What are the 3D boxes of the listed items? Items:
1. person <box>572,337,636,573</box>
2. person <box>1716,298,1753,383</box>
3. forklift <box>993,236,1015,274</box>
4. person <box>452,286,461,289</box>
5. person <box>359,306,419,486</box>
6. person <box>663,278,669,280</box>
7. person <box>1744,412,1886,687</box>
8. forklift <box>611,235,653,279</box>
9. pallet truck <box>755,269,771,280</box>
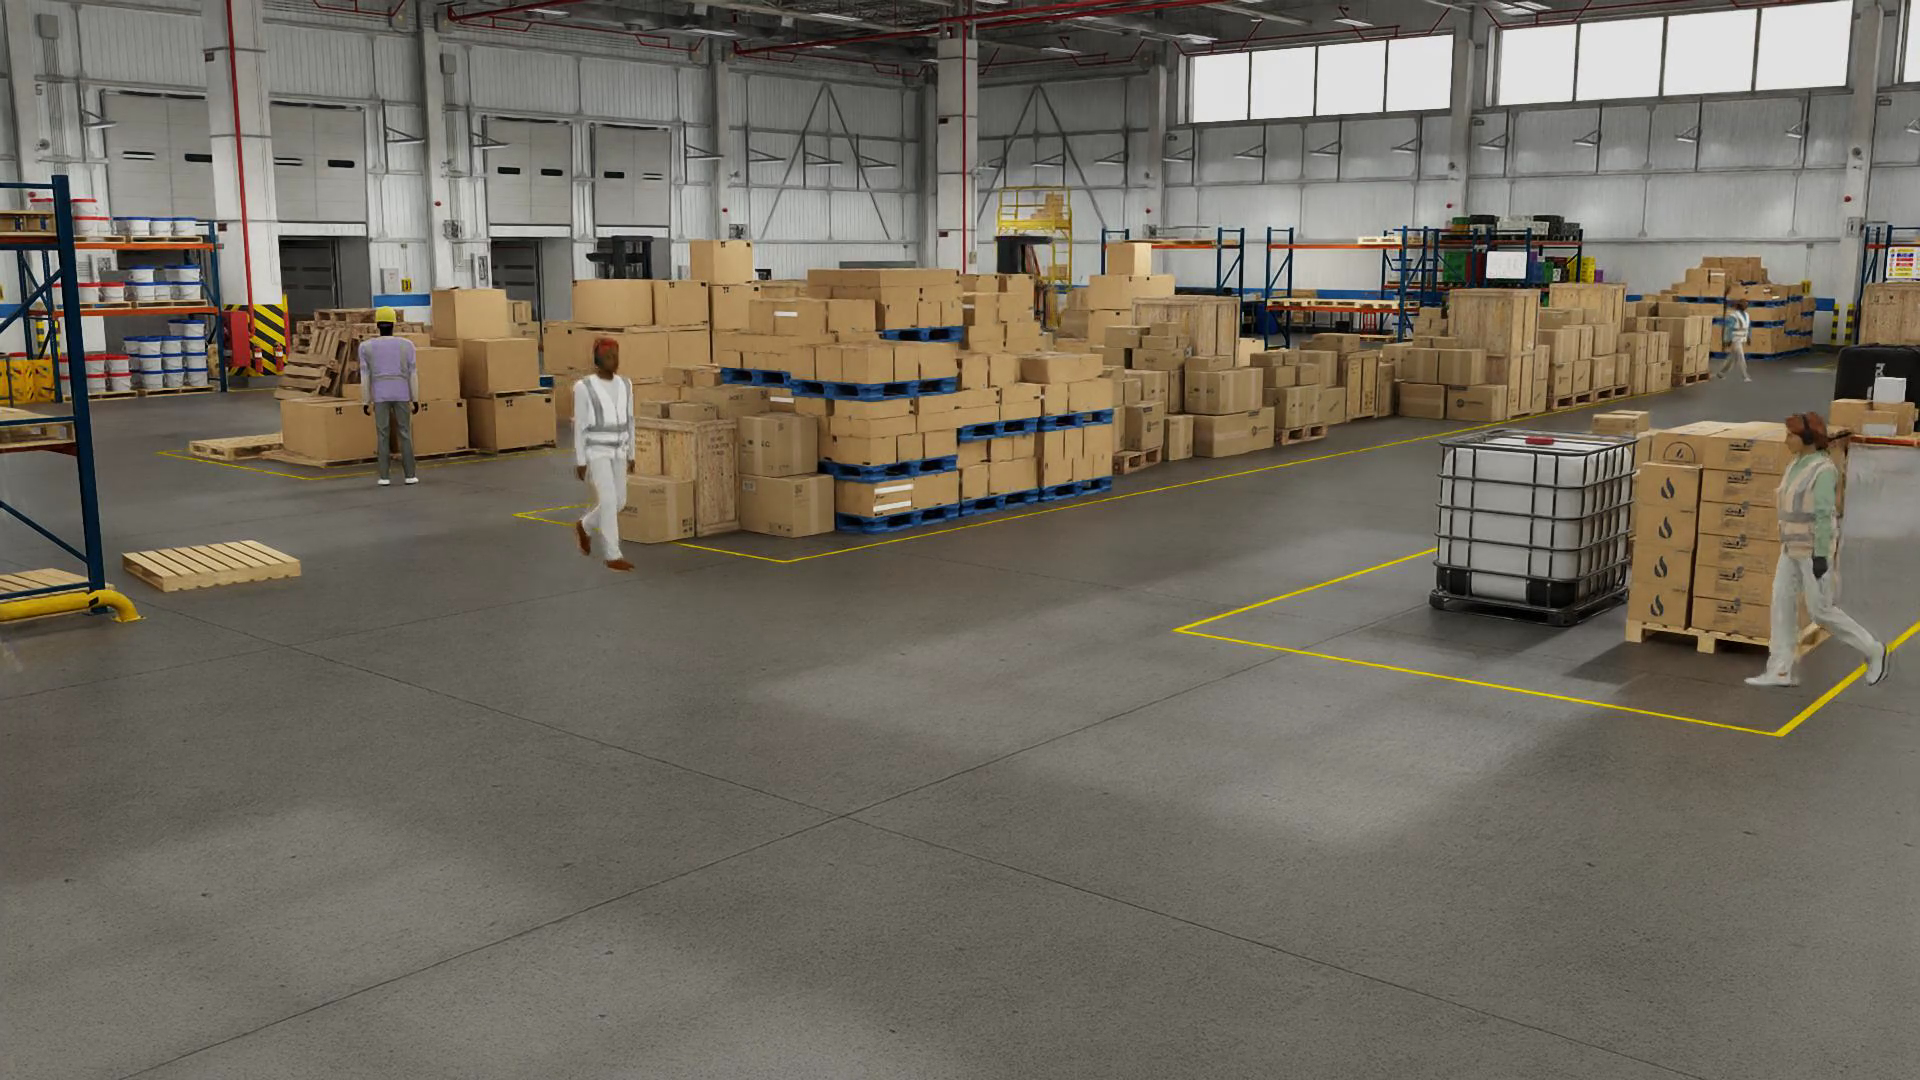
[{"bbox_3d":[-2.867,-0.688,13.246,0.760,1.864,0.581,7,12,36],"label":"person"},{"bbox_3d":[14.900,-3.833,31.876,0.519,1.598,0.825,-6,12,-33],"label":"person"},{"bbox_3d":[1.065,-5.693,38.807,1.873,2.768,1.129,2,10,12],"label":"forklift"},{"bbox_3d":[-11.546,-4.945,37.948,0.541,1.677,0.647,9,14,43],"label":"person"},{"bbox_3d":[-6.119,-1.539,17.863,0.585,1.928,0.370,-3,11,-18],"label":"person"},{"bbox_3d":[-6.392,-4.690,35.901,0.484,1.893,0.670,4,11,21],"label":"person"},{"bbox_3d":[4.979,0.067,9.606,0.699,1.613,0.549,1,10,3],"label":"person"},{"bbox_3d":[-7.324,-5.453,37.442,1.873,2.768,1.129,8,13,40],"label":"forklift"},{"bbox_3d":[-4.996,-6.432,45.525,1.885,1.965,0.823,-6,12,-32],"label":"pallet truck"}]
